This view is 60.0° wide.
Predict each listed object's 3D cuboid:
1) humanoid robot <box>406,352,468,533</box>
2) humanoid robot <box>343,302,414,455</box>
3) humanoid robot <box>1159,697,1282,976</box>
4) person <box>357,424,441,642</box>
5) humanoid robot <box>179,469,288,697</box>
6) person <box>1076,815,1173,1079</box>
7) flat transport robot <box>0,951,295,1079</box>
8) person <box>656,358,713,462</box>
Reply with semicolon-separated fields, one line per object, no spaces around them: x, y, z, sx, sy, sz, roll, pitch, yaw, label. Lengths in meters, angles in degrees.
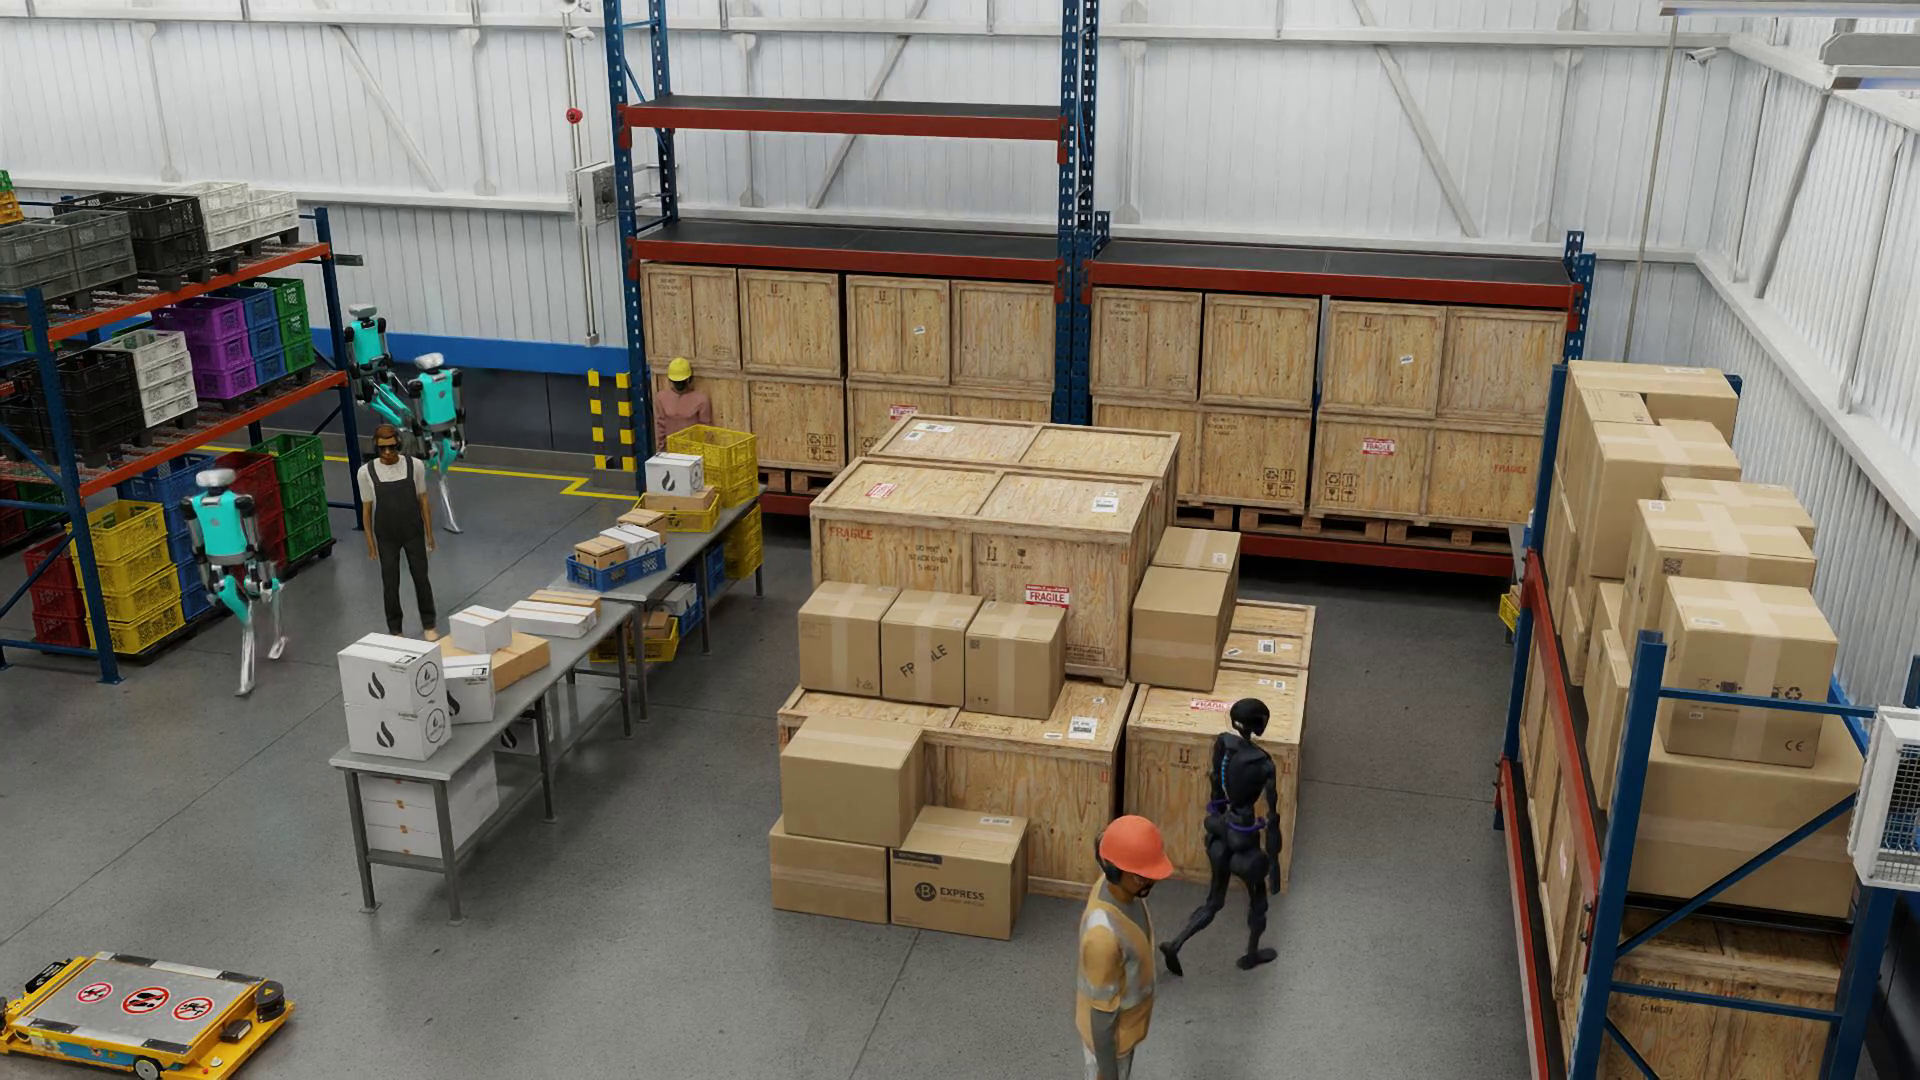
-4.950;-0.895;15.403;0.882;1.833;0.559;18;27;39;humanoid robot
-5.791;-1.547;16.847;0.735;1.677;0.533;11;24;27;humanoid robot
1.440;1.612;8.901;0.690;1.638;0.592;-11;24;-28;humanoid robot
-4.361;-0.030;12.935;0.503;1.839;0.338;-10;23;-24;person
-5.333;0.232;12.443;0.542;1.762;1.039;0;21;-1;humanoid robot
0.691;2.079;7.127;0.380;2.039;0.613;5;21;13;person
-4.270;2.464;8.601;1.431;0.231;0.659;5;22;13;flat transport robot
-2.490;-0.800;15.054;0.523;1.761;0.336;4;21;10;person
